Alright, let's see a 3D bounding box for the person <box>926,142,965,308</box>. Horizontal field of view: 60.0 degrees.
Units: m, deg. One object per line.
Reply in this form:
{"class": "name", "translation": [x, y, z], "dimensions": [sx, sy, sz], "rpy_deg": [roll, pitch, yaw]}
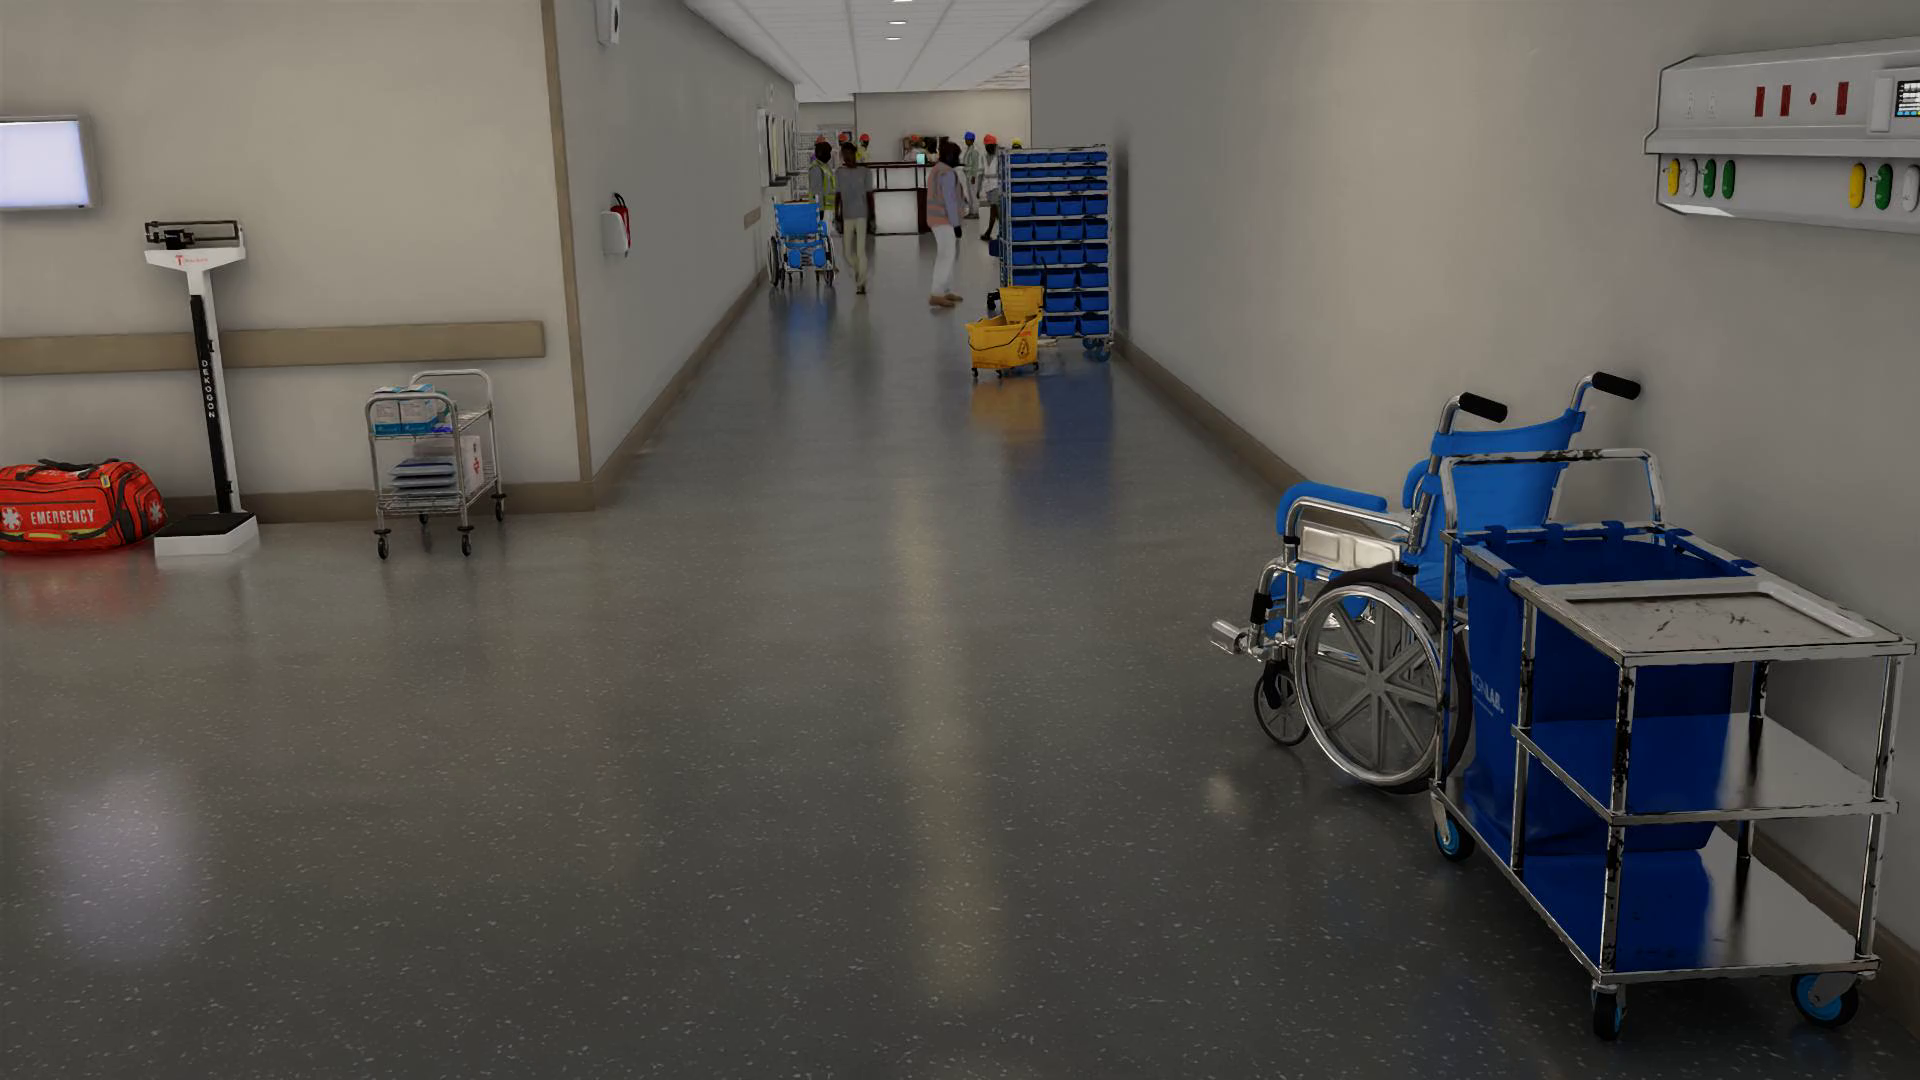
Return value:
{"class": "person", "translation": [-0.172, -3.523, 18.630], "dimensions": [0.527, 1.796, 0.787], "rpy_deg": [-5, 14, -12]}

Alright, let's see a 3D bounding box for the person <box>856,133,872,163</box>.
{"class": "person", "translation": [-2.393, -9.266, 42.079], "dimensions": [0.425, 1.985, 0.623], "rpy_deg": [7, 16, 32]}

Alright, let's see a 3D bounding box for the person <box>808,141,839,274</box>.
{"class": "person", "translation": [-1.910, -4.686, 23.493], "dimensions": [0.430, 1.839, 0.626], "rpy_deg": [0, 14, 8]}

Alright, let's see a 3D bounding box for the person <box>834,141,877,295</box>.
{"class": "person", "translation": [-1.255, -3.939, 20.358], "dimensions": [0.540, 1.847, 0.628], "rpy_deg": [1, 14, 11]}

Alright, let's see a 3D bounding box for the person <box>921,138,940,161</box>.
{"class": "person", "translation": [-0.622, -8.209, 37.838], "dimensions": [0.627, 1.835, 0.429], "rpy_deg": [-10, 16, -32]}

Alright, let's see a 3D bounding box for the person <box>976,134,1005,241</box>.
{"class": "person", "translation": [0.603, -6.355, 29.982], "dimensions": [0.565, 1.888, 1.020], "rpy_deg": [8, 17, 34]}

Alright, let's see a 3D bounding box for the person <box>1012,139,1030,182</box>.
{"class": "person", "translation": [1.206, -7.431, 34.565], "dimensions": [0.524, 1.764, 0.329], "rpy_deg": [-5, 14, -13]}

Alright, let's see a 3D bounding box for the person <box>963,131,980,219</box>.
{"class": "person", "translation": [0.261, -8.263, 37.701], "dimensions": [0.379, 1.951, 0.606], "rpy_deg": [-5, 14, -15]}

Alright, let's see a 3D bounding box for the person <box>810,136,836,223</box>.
{"class": "person", "translation": [-3.123, -8.169, 37.739], "dimensions": [0.543, 1.939, 0.370], "rpy_deg": [10, 18, 39]}

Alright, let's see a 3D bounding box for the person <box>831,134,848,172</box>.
{"class": "person", "translation": [-2.887, -9.045, 41.195], "dimensions": [0.623, 1.991, 0.396], "rpy_deg": [4, 15, 22]}
